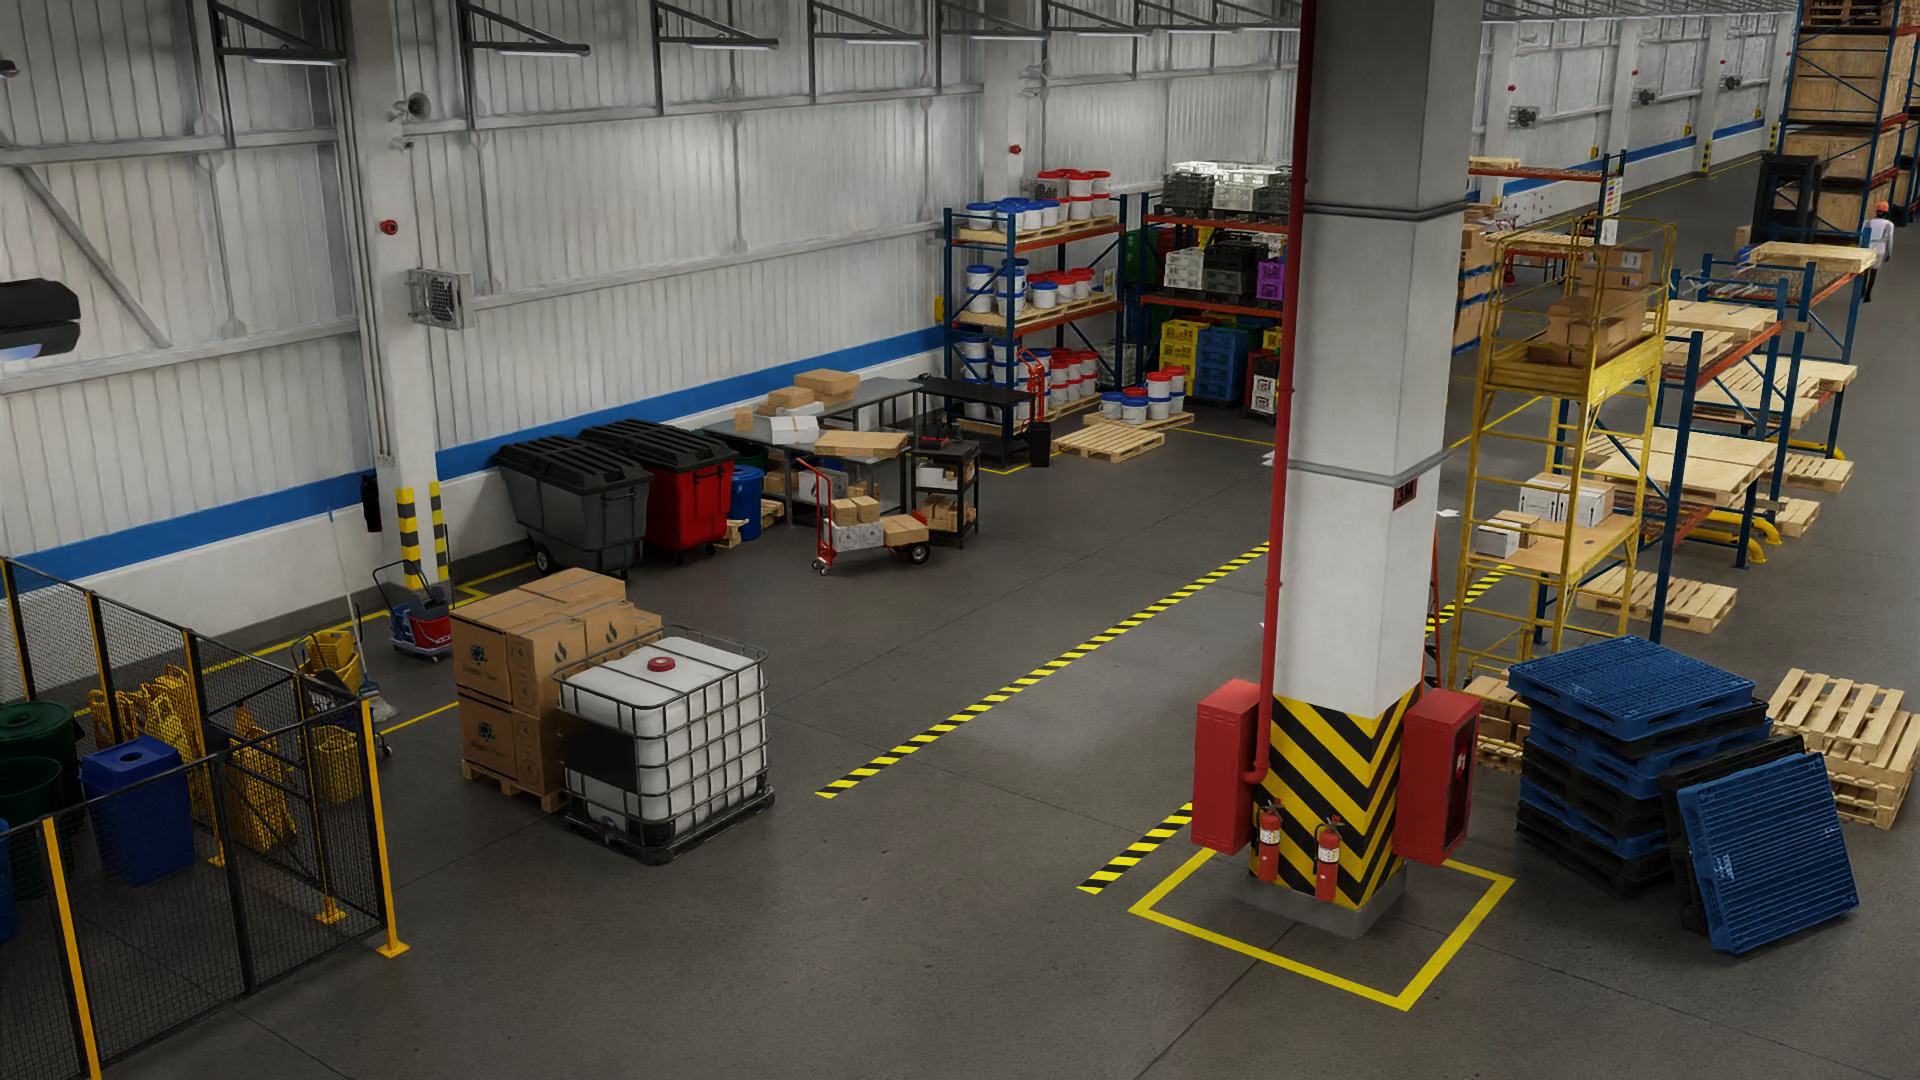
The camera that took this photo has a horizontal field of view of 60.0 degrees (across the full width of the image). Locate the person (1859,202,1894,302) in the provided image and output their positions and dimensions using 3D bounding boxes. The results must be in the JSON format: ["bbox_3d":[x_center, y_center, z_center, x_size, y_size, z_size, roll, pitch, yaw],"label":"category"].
[{"bbox_3d":[17.830,-5.620,32.407,0.567,1.878,1.000,12,22,33],"label":"person"}]

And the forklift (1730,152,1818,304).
[{"bbox_3d":[15.806,-6.036,32.094,1.129,2.768,1.873,13,22,34],"label":"forklift"}]
